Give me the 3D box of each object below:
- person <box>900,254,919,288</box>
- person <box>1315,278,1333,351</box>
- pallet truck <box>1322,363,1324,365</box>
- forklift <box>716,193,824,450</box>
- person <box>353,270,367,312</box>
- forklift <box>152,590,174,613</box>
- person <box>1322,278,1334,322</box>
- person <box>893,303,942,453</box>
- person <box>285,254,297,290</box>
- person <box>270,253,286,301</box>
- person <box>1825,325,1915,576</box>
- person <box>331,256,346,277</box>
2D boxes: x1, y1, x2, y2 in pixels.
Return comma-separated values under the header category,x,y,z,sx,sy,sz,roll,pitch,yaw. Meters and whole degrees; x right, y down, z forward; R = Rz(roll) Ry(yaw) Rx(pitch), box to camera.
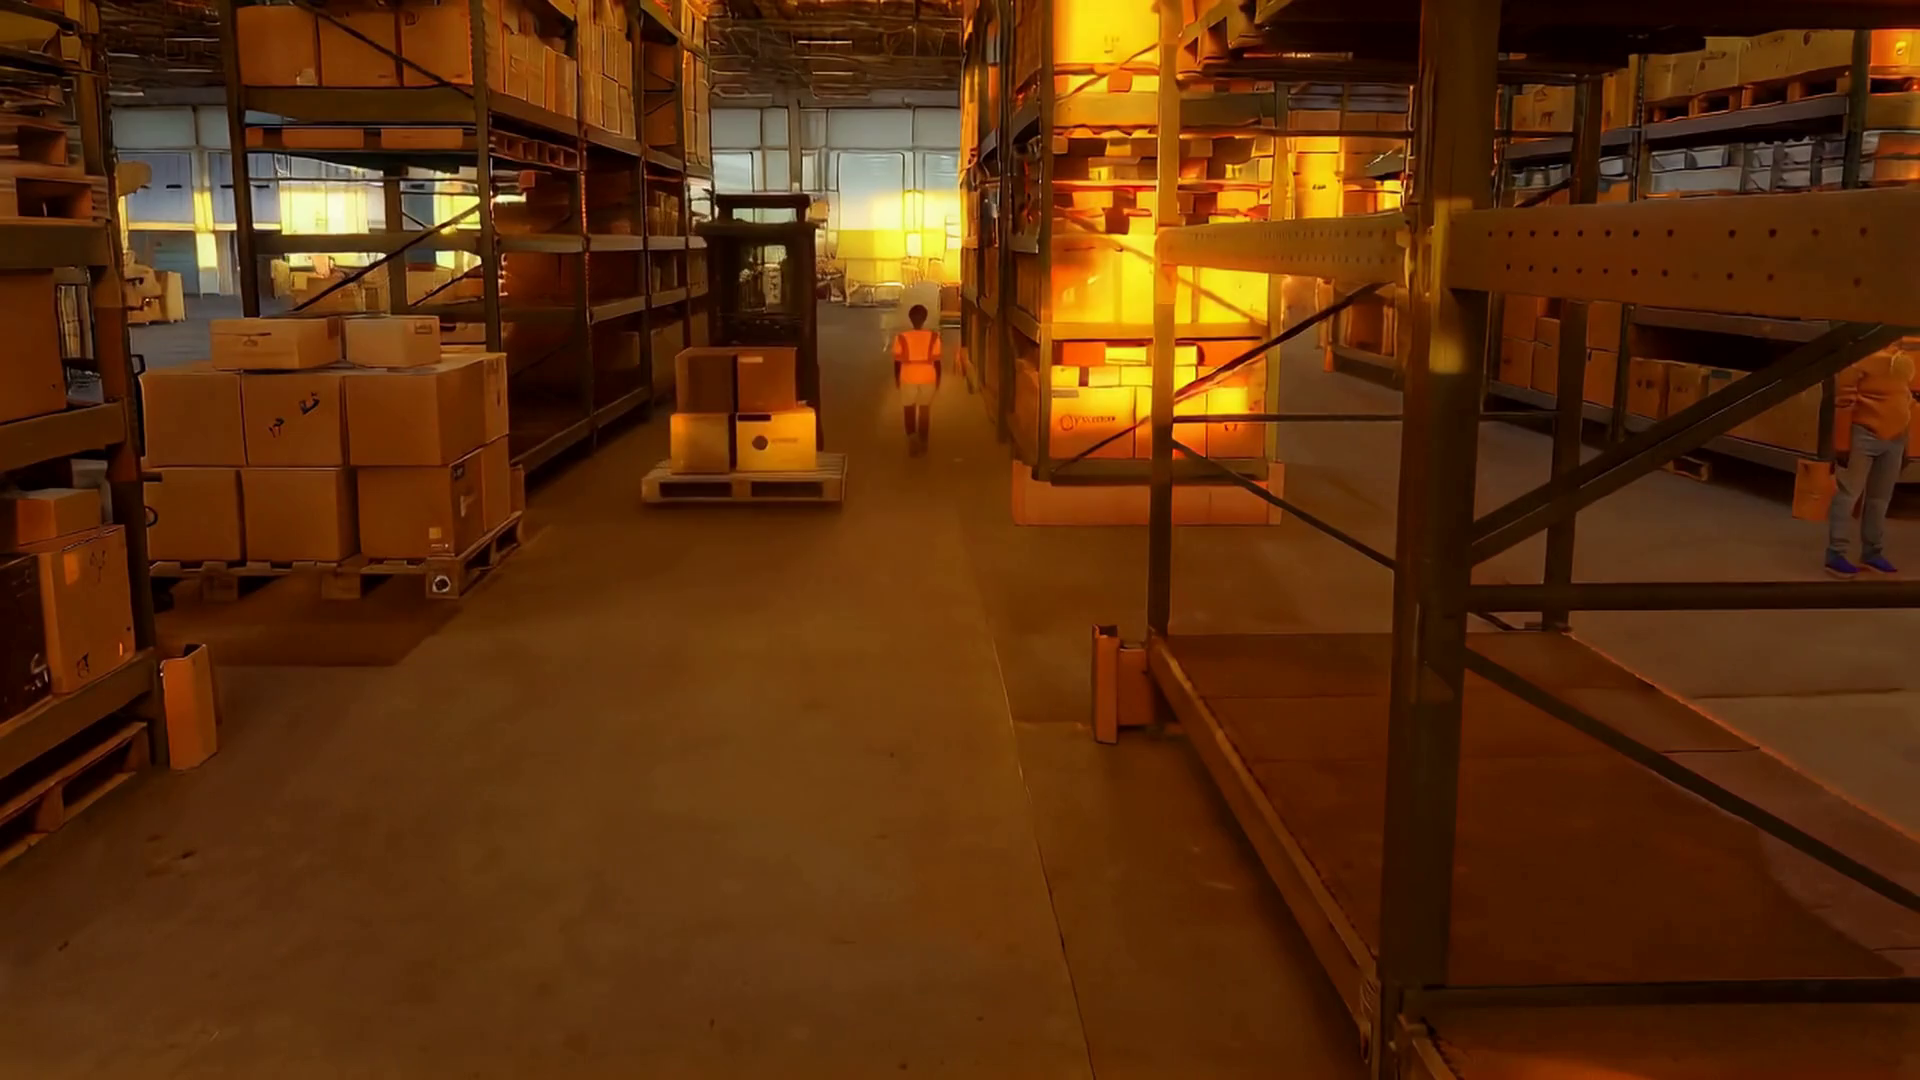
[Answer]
category,x,y,z,sx,sy,sz,roll,pitch,yaw
person,-1.673,-8.504,55.118,0.631,1.940,0.372,-1,10,-5
person,7.891,-4.914,35.789,0.321,1.697,0.529,-9,14,-42
pallet truck,7.712,-4.157,30.737,1.885,1.965,0.823,3,11,16
forklift,-2.006,-2.163,17.172,1.129,2.768,1.873,0,10,-2
person,-12.380,-4.699,34.408,0.322,1.765,0.533,-4,11,-21
forklift,-5.858,-0.811,9.639,1.873,2.768,1.129,-1,10,-3
person,10.858,-7.353,48.707,0.372,1.940,0.631,-7,12,-34
person,-0.458,-1.753,18.247,0.540,1.678,0.661,-1,10,-3
person,-25.471,-9.944,63.372,0.472,1.852,0.576,-4,11,-20
person,-27.044,-10.460,65.984,0.605,1.951,0.383,-8,13,-38
person,6.452,-0.693,11.730,0.644,1.900,0.401,-3,11,-15
person,-17.441,-6.993,46.696,0.349,1.942,0.545,1,10,6
